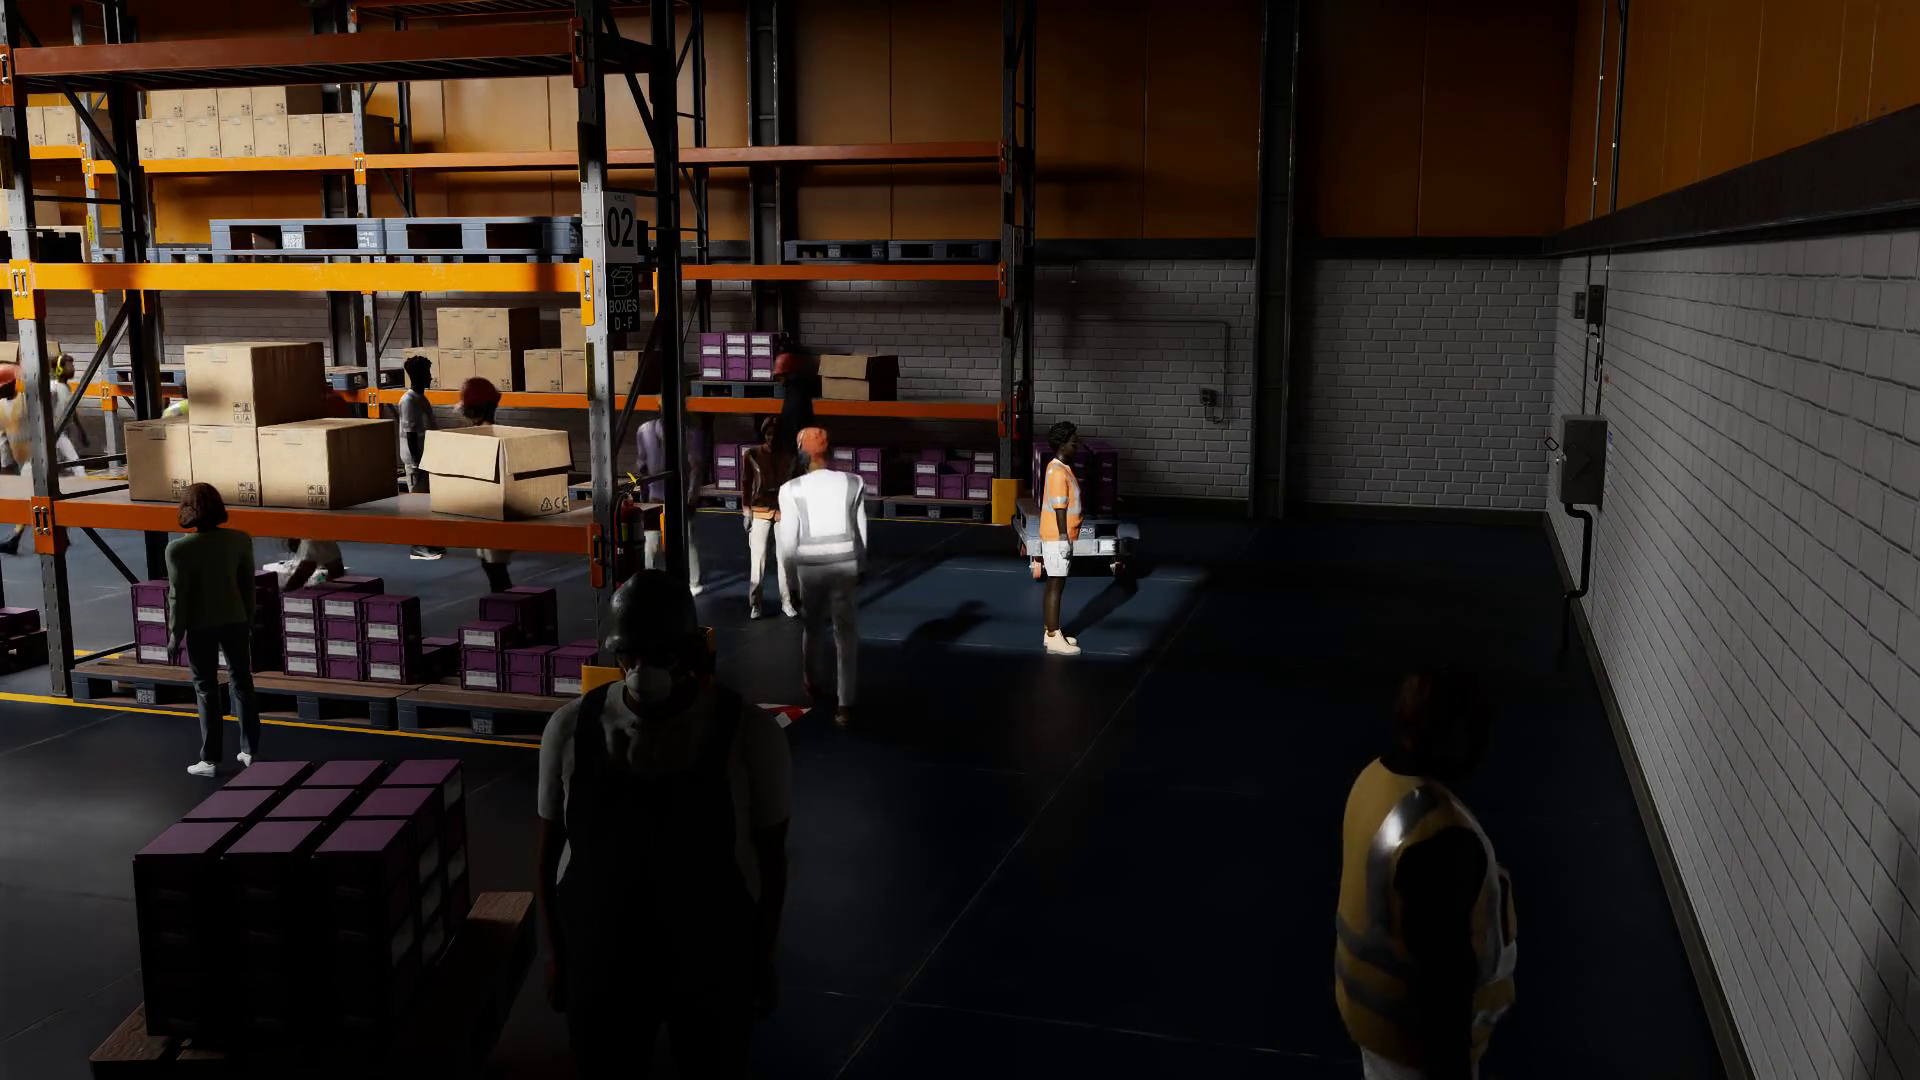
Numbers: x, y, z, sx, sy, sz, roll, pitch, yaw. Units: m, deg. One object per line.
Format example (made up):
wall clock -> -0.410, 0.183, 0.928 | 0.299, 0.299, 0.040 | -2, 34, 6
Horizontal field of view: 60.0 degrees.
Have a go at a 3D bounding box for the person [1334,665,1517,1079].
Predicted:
person -> 1.161, 1.219, 4.186 | 0.428, 1.837, 0.643 | 0, 9, 1

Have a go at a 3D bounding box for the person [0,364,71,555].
person -> -9.209, -0.782, 16.291 | 0.615, 1.858, 0.972 | 5, 10, 27

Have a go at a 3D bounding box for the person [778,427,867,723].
person -> -0.843, 0.204, 10.406 | 0.582, 1.828, 1.043 | -2, 10, -14

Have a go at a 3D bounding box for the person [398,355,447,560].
person -> -5.210, -0.799, 16.075 | 0.368, 1.966, 0.603 | -1, 9, -8

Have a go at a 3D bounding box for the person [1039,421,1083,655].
person -> 0.737, -0.019, 12.139 | 0.319, 1.697, 0.532 | 0, 9, 1

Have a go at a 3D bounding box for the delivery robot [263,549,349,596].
delivery robot -> -5.235, 0.309, 13.326 | 0.707, 0.478, 0.477 | 5, 11, 29

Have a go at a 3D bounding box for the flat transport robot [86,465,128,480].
flat transport robot -> -10.650, -0.780, 21.114 | 0.652, 0.197, 1.431 | 1, 9, 5

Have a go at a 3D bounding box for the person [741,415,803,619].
person -> -1.496, -0.186, 13.333 | 0.514, 1.640, 0.310 | -3, 10, -16

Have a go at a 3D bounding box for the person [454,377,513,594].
person -> -3.424, -0.177, 12.128 | 0.420, 2.035, 0.643 | -7, 11, -35

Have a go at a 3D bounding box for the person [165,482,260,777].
person -> -4.133, 0.492, 9.210 | 0.281, 1.635, 0.498 | 7, 12, 37

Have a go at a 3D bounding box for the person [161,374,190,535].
person -> -7.086, -0.632, 15.495 | 0.639, 1.826, 0.432 | -7, 12, -36

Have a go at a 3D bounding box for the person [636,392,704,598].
person -> -2.392, -0.366, 13.787 | 0.595, 1.858, 0.829 | 1, 9, 9

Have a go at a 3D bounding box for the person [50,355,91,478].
person -> -10.038, -1.175, 18.808 | 1.026, 1.813, 0.555 | -2, 9, -11

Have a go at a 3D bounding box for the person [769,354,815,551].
person -> -1.624, -0.820, 16.172 | 0.445, 1.974, 0.648 | -2, 10, -12

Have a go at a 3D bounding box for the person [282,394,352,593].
person -> -4.746, -0.142, 12.346 | 1.034, 1.879, 0.570 | 0, 9, 0
